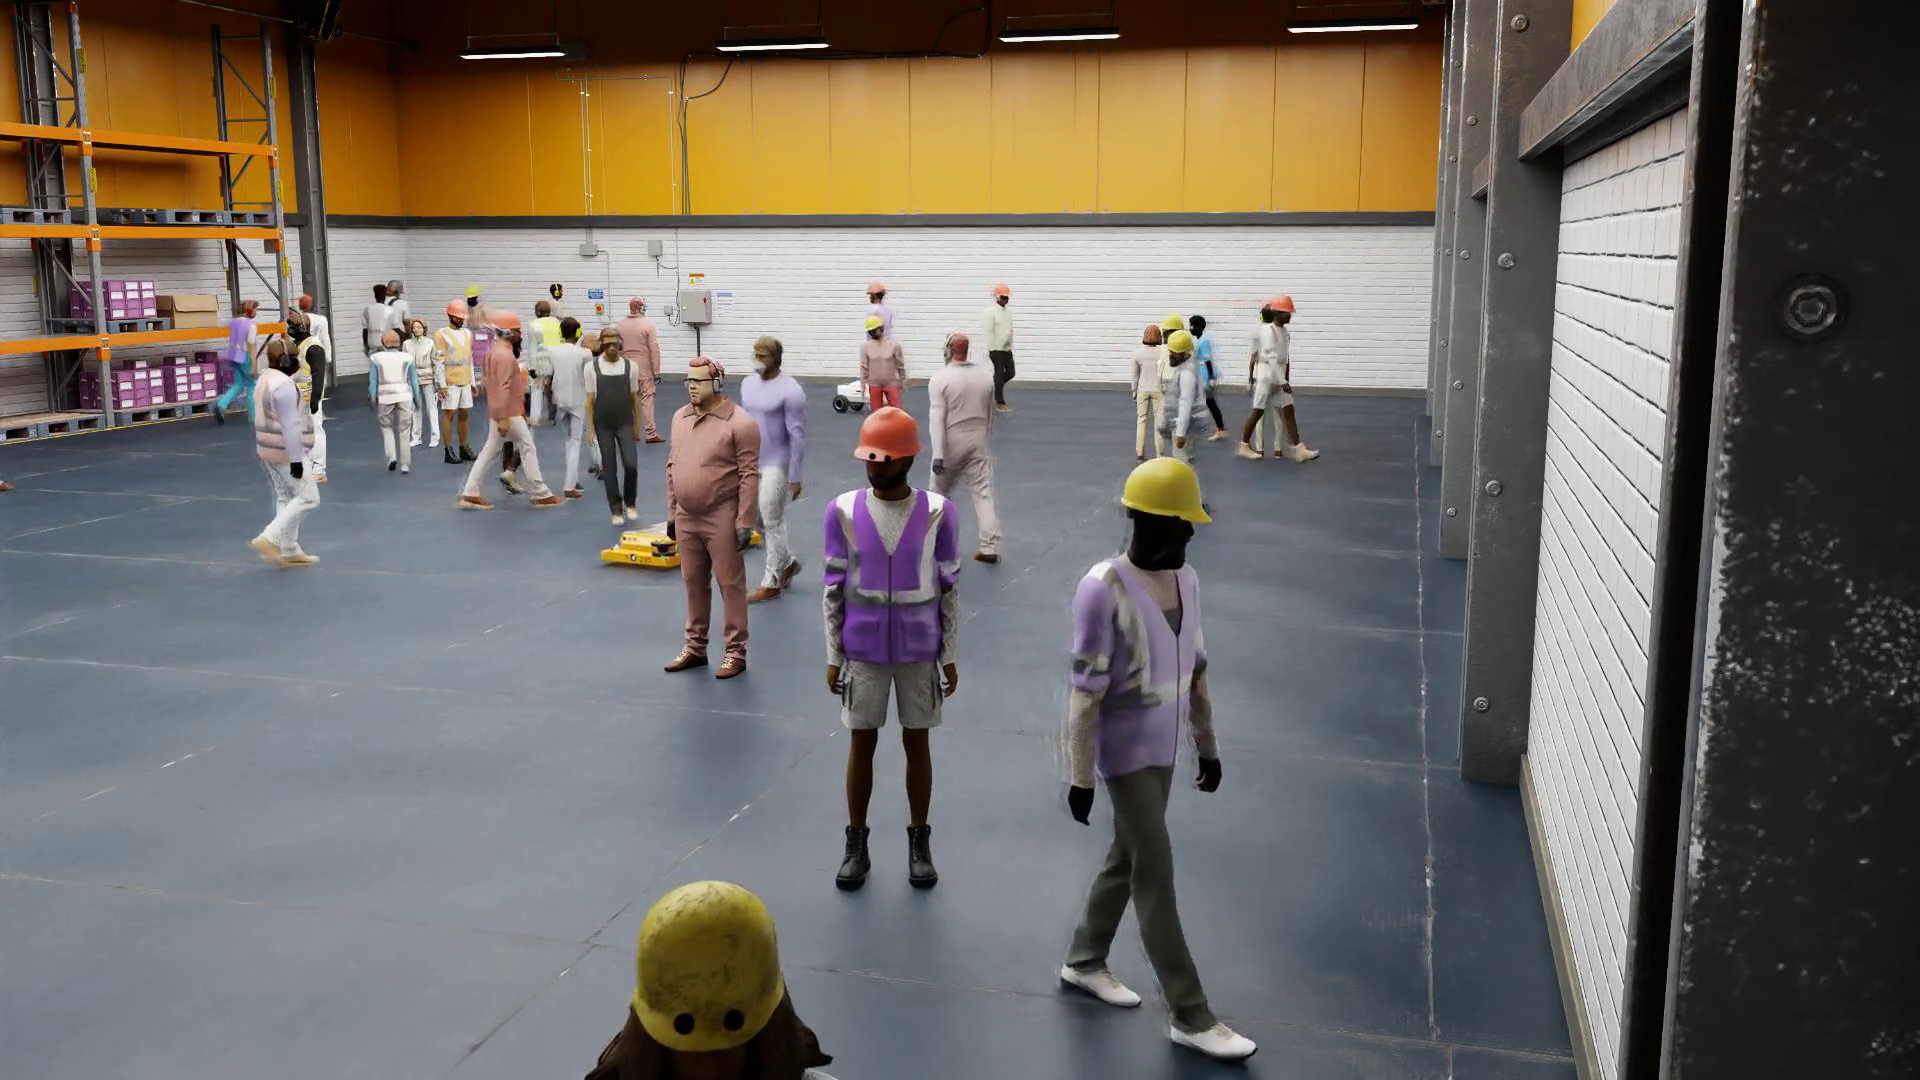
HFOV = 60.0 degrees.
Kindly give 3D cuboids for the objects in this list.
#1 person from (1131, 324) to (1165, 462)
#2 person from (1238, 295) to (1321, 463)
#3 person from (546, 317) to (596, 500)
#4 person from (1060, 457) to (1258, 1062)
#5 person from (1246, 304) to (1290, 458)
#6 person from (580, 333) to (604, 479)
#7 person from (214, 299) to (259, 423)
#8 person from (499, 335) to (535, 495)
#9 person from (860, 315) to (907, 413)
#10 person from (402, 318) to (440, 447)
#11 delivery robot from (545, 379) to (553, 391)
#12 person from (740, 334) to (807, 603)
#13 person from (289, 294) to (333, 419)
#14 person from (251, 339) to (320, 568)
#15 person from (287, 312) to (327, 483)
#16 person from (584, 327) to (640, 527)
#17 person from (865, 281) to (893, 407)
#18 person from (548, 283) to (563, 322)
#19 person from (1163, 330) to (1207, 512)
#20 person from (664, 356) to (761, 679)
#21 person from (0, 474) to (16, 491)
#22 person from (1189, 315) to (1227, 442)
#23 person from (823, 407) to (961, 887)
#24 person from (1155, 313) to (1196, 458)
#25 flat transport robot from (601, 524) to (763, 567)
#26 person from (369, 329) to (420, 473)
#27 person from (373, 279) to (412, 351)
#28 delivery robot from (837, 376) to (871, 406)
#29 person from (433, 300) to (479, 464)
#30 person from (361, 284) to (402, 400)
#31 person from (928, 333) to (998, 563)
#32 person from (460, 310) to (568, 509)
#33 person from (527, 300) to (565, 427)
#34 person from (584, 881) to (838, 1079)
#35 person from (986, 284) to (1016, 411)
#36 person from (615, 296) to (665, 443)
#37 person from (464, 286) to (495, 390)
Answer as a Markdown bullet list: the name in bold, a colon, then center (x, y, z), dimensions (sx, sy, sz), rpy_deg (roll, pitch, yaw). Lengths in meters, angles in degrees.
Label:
- **person**: center (2.272, -1.731, 19.697), dimensions (0.500, 1.636, 0.280), rpy_deg (3, 11, 19)
- **person**: center (3.752, -1.898, 19.673), dimensions (1.036, 1.981, 0.600), rpy_deg (8, 13, 38)
- **person**: center (-3.911, -1.353, 16.986), dimensions (0.500, 1.835, 0.751), rpy_deg (3, 10, 15)
- **person**: center (0.644, 0.672, 5.364), dimensions (0.819, 1.887, 0.609), rpy_deg (8, 13, 37)
- **person**: center (3.719, -1.912, 20.076), dimensions (0.521, 1.865, 0.319), rpy_deg (0, 10, -2)
- **person**: center (-4.051, -1.485, 18.406), dimensions (0.507, 1.605, 0.795), rpy_deg (-6, 12, -29)
- **person**: center (-10.304, -2.532, 23.779), dimensions (0.630, 1.805, 0.743), rpy_deg (7, 12, 36)
- **person**: center (-4.607, -1.269, 16.977), dimensions (0.531, 1.680, 0.444), rpy_deg (5, 11, 25)
- **person**: center (-0.930, -1.856, 20.140), dimensions (0.571, 1.723, 0.445), rpy_deg (1, 10, 5)
- **person**: center (-6.860, -1.999, 21.187), dimensions (0.523, 1.645, 0.306), rpy_deg (2, 10, 11)
- **delivery robot**: center (-6.853, -2.743, 28.224), dimensions (0.707, 0.478, 0.477), rpy_deg (0, 10, 1)
- **person**: center (-1.361, -0.522, 12.093), dimensions (0.639, 1.958, 0.587), rpy_deg (10, 14, 44)
- **person**: center (-9.464, -2.640, 24.201), dimensions (0.585, 1.866, 0.717), rpy_deg (1, 10, 4)
- **person**: center (-5.331, -0.665, 13.110), dimensions (0.478, 1.827, 0.641), rpy_deg (-7, 12, -35)
- **person**: center (-7.096, -1.530, 17.981), dimensions (0.627, 1.844, 0.429), rpy_deg (9, 13, 41)
- **person**: center (-3.152, -1.023, 15.146), dimensions (0.500, 1.829, 0.401), rpy_deg (-3, 10, -16)
- **person**: center (-1.296, -2.947, 25.489), dimensions (0.430, 2.019, 0.636), rpy_deg (6, 11, 29)
- **person**: center (-7.459, -3.801, 30.759), dimensions (0.325, 1.871, 0.516), rpy_deg (-7, 12, -36)
- **person**: center (2.096, -1.067, 15.513), dimensions (0.461, 1.786, 0.623), rpy_deg (1, 10, 4)
- **person**: center (-1.499, -0.133, 9.880), dimensions (0.639, 1.911, 0.406), rpy_deg (6, 11, 29)
- **person**: center (-10.250, -1.374, 17.013), dimensions (0.647, 1.875, 0.882), rpy_deg (3, 11, 18)
- **person**: center (3.166, -2.096, 21.672), dimensions (0.727, 1.652, 0.549), rpy_deg (1, 10, 8)
- **person**: center (-0.268, 0.434, 6.596), dimensions (0.548, 1.934, 0.376), rpy_deg (0, 10, 0)
- **person**: center (2.436, -1.631, 18.647), dimensions (0.496, 1.814, 0.598), rpy_deg (-5, 11, -28)
- **flat transport robot**: center (-2.267, -0.012, 13.824), dimensions (0.652, 0.197, 1.431), rpy_deg (5, 11, 27)
- **person**: center (-6.361, -1.558, 18.737), dimensions (0.551, 1.619, 0.387), rpy_deg (-4, 11, -21)
- **person**: center (-9.560, -3.406, 28.035), dimensions (0.745, 2.000, 0.594), rpy_deg (2, 10, 11)
- **delivery robot**: center (-1.525, -2.270, 25.545), dimensions (0.707, 0.478, 0.477), rpy_deg (6, 12, 31)
- **person**: center (-5.923, -1.868, 19.649), dimensions (0.371, 1.928, 0.543), rpy_deg (6, 12, 30)
- **person**: center (-9.373, -3.177, 27.006), dimensions (0.625, 1.953, 0.422), rpy_deg (1, 10, 6)
- **person**: center (-0.031, -0.760, 13.600), dimensions (0.670, 1.849, 1.032), rpy_deg (-7, 12, -34)
- **person**: center (-4.412, -1.254, 16.136), dimensions (1.016, 1.947, 0.633), rpy_deg (-5, 11, -25)
- **person**: center (-5.822, -2.490, 23.551), dimensions (0.645, 1.802, 0.957), rpy_deg (-9, 14, -43)
- **person**: center (-0.326, 1.292, 2.280), dimensions (0.493, 1.741, 0.318), rpy_deg (-3, 10, -14)
- **person**: center (0.598, -2.992, 25.861), dimensions (0.566, 1.978, 0.621), rpy_deg (9, 13, 40)
- **person**: center (-4.156, -2.210, 21.643), dimensions (0.640, 1.910, 0.407), rpy_deg (4, 11, 23)
- **person**: center (-8.626, -3.643, 29.957), dimensions (0.648, 1.848, 1.069), rpy_deg (9, 13, 40)
